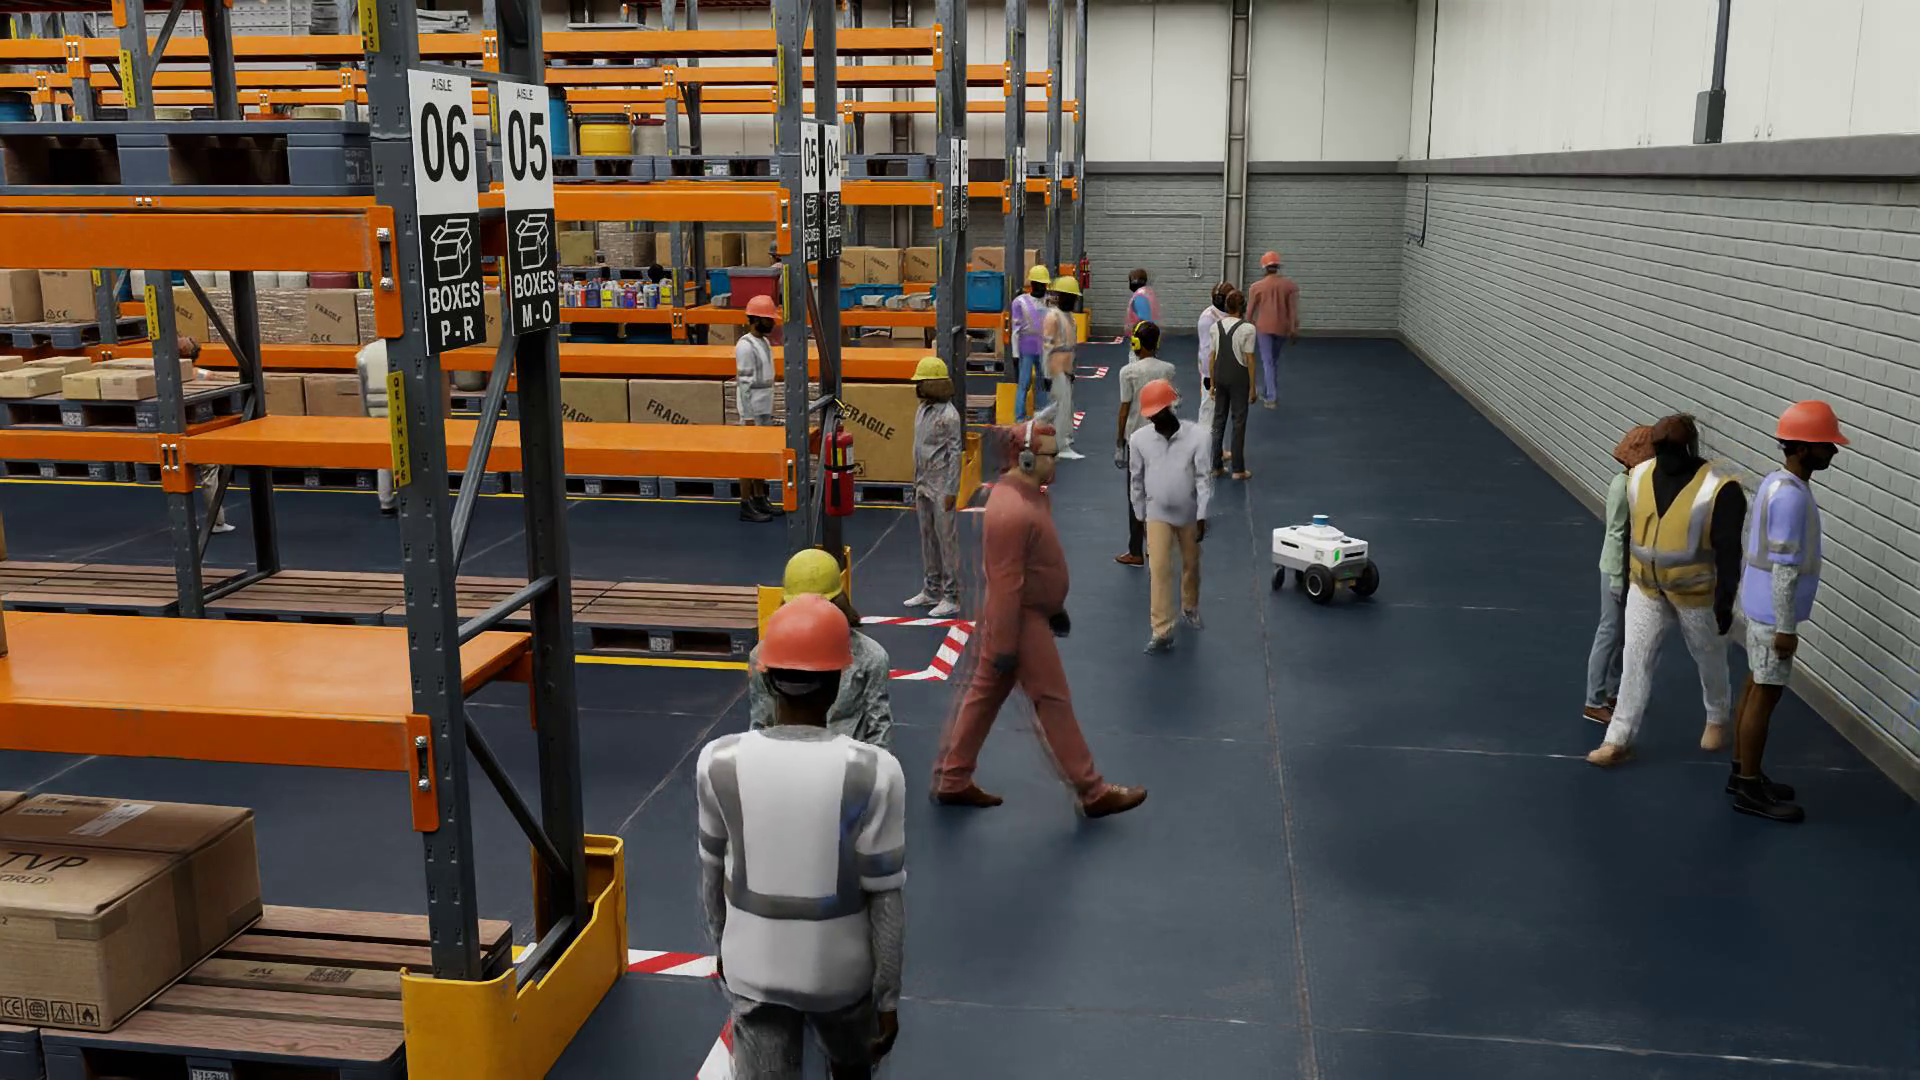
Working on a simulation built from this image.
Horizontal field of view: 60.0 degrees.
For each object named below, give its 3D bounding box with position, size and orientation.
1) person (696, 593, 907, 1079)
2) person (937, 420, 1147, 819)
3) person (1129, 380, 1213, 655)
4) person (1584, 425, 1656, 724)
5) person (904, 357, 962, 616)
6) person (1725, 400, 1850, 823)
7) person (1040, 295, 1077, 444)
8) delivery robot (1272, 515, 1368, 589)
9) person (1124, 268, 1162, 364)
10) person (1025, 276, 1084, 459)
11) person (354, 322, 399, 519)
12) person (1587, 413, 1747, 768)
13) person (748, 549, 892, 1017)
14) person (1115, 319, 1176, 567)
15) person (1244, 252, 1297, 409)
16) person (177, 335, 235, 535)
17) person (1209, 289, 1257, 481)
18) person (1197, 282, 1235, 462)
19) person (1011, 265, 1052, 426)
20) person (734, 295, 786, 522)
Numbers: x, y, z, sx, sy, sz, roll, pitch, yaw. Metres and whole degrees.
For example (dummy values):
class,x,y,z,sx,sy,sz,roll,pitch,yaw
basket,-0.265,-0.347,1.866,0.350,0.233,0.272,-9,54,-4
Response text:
class,x,y,z,sx,sy,sz,roll,pitch,yaw
person,-0.397,1.064,4.366,0.553,1.900,0.845,1,13,4
person,0.341,0.372,7.613,0.992,1.854,0.657,0,12,2
person,1.339,-0.186,10.527,0.554,1.688,0.885,3,13,15
person,3.613,0.185,8.992,0.278,1.628,0.506,11,17,42
person,-0.181,-0.362,11.183,0.304,1.743,0.494,-8,15,-31
person,3.806,0.316,7.679,0.374,1.939,0.545,5,13,22
person,1.081,-1.856,18.189,0.311,1.632,0.526,-10,16,-39
delivery robot,2.539,0.065,11.747,0.477,0.478,0.707,-7,14,-30
person,2.239,-2.367,20.102,0.510,1.805,0.645,4,13,19
person,0.971,-1.802,17.345,0.728,1.898,0.602,6,14,25
person,-4.859,-1.073,14.251,0.619,1.804,0.448,3,13,13
person,3.632,0.242,8.395,0.997,1.784,0.672,-10,16,-37
person,-0.477,0.872,5.643,0.489,1.732,0.325,1,13,6
person,1.401,-0.730,12.590,0.507,1.861,0.327,-7,14,-28
person,3.917,-2.677,21.185,0.642,1.932,1.033,-3,13,-12
person,-6.267,-0.852,13.619,0.515,1.645,0.309,1,13,4
person,2.636,-1.494,16.085,0.504,1.839,0.348,11,16,40
person,2.672,-1.722,17.101,0.430,1.845,0.624,9,15,34
person,0.867,-2.150,18.870,0.591,1.917,0.395,-6,14,-24
person,-1.699,-1.118,14.180,0.390,1.928,0.546,3,13,15
